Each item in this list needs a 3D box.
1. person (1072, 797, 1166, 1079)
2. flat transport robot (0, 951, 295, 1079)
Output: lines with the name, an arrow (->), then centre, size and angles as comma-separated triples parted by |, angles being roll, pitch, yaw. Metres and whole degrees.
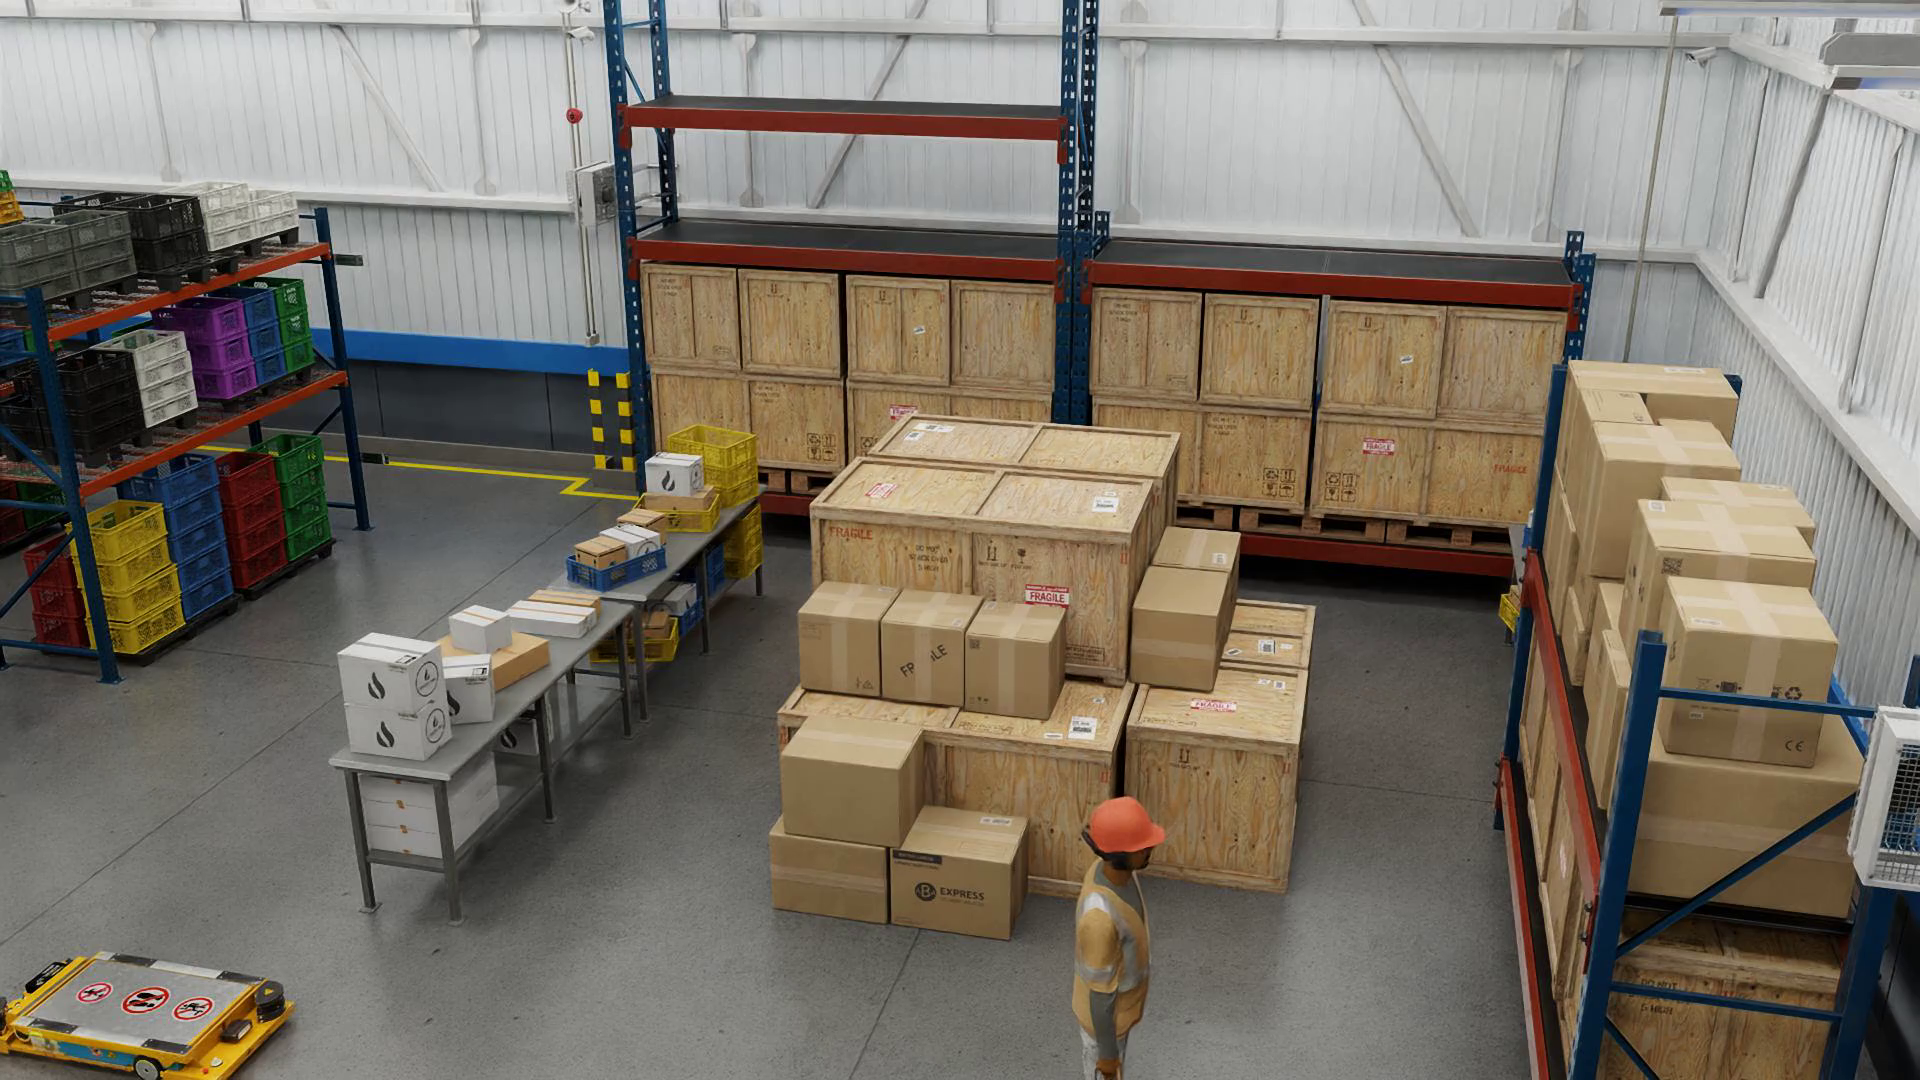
person -> 0.676, 2.032, 7.242 | 0.366, 2.048, 0.606 | 4, 21, 10
flat transport robot -> -4.270, 2.464, 8.601 | 1.431, 0.231, 0.659 | 5, 22, 13
